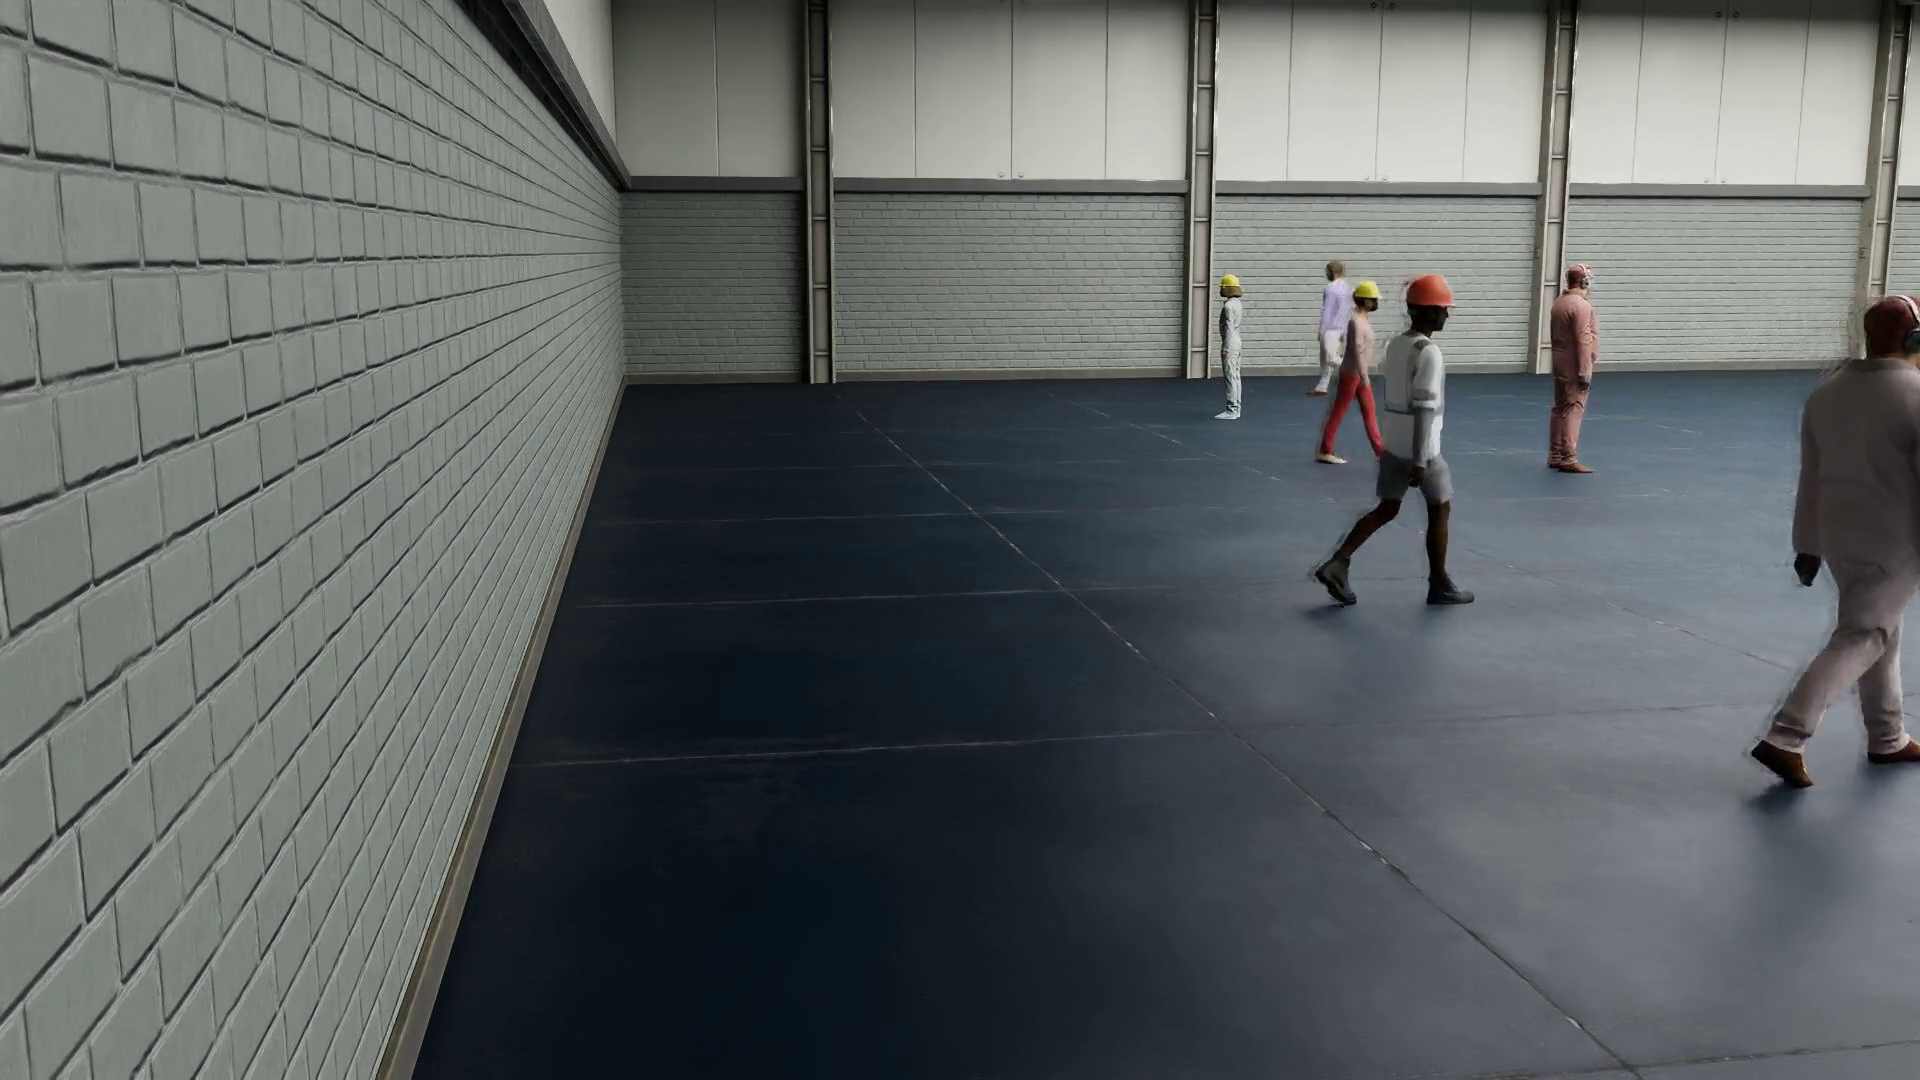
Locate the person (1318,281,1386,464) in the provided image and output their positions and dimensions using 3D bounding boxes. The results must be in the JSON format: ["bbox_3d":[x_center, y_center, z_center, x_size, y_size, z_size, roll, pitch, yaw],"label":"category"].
[{"bbox_3d":[3.806,-1.561,15.680,0.854,1.728,0.555,5,11,25],"label":"person"}]

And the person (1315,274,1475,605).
[{"bbox_3d":[2.499,-0.549,9.421,0.912,1.909,0.545,-3,10,-15],"label":"person"}]

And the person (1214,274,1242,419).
[{"bbox_3d":[3.254,-2.337,20.151,0.306,1.743,0.494,4,11,23],"label":"person"}]

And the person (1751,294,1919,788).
[{"bbox_3d":[3.431,0.005,6.322,0.964,1.872,0.629,-2,10,-12],"label":"person"}]

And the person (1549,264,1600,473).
[{"bbox_3d":[5.660,-1.571,15.301,0.402,1.907,0.677,0,10,-1],"label":"person"}]

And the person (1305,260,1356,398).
[{"bbox_3d":[5.181,-2.876,22.787,0.821,1.914,0.633,5,11,27],"label":"person"}]
